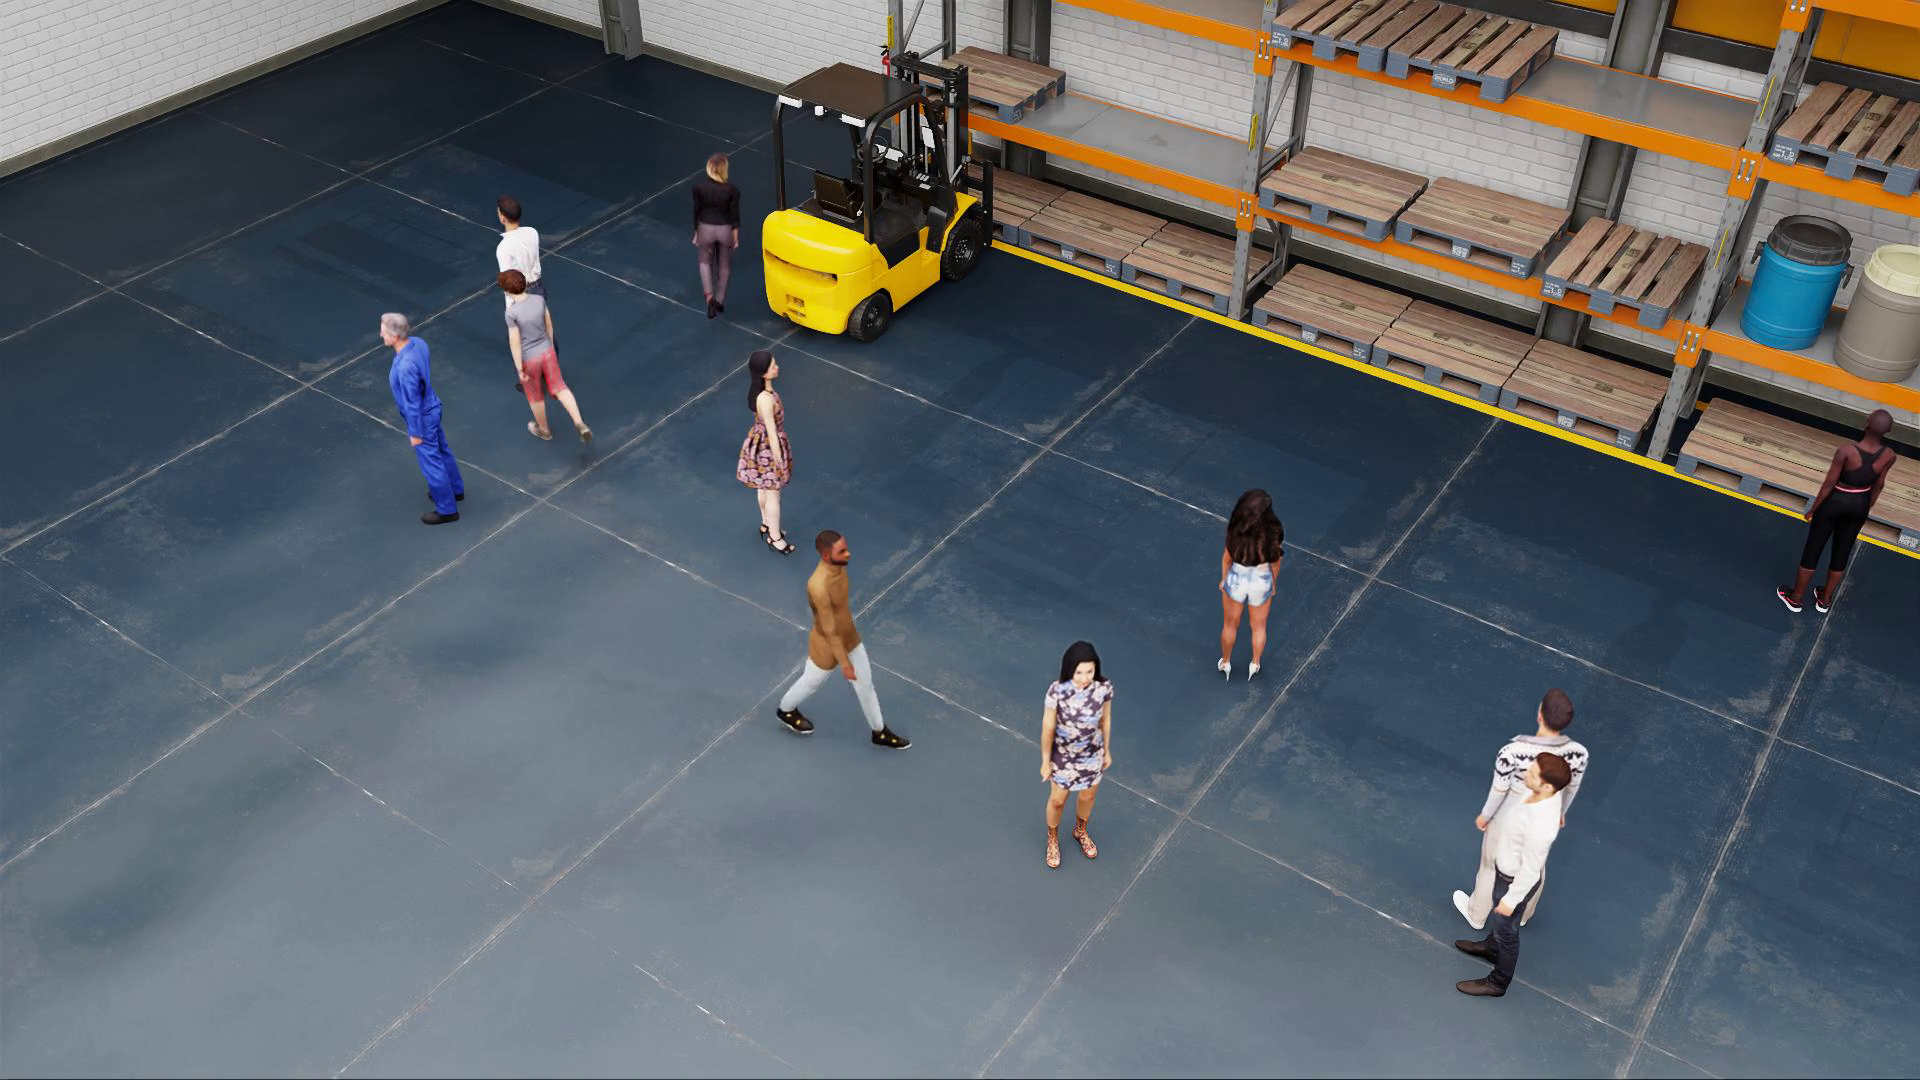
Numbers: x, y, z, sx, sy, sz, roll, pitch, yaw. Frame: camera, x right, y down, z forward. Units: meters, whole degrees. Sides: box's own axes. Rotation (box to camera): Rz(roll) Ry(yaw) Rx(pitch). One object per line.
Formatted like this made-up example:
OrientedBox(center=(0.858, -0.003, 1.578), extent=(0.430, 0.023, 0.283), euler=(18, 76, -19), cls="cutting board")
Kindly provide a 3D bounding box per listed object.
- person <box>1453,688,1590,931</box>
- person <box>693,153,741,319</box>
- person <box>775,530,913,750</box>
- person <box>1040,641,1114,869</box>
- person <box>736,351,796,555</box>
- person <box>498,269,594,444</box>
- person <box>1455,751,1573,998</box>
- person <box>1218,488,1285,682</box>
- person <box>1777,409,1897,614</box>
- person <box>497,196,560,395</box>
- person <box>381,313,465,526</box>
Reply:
OrientedBox(center=(3.317, 1.610, 9.756), extent=(0.736, 1.861, 0.823), euler=(-3, 39, -3), cls="person")
OrientedBox(center=(-2.249, -2.741, 15.373), extent=(0.859, 1.652, 0.908), euler=(-3, 39, -4), cls="person")
OrientedBox(center=(-0.930, 0.683, 10.991), extent=(1.279, 1.770, 0.818), euler=(13, 41, 16), cls="person")
OrientedBox(center=(0.720, 1.311, 10.234), extent=(0.675, 1.733, 0.711), euler=(-10, 40, -12), cls="person")
OrientedBox(center=(-1.452, -0.674, 12.687), extent=(0.865, 1.774, 0.796), euler=(-11, 40, -13), cls="person")
OrientedBox(center=(-3.471, -1.483, 13.810), extent=(0.718, 1.636, 1.012), euler=(-27, 46, -29), cls="person")
OrientedBox(center=(3.156, 1.881, 9.409), extent=(0.668, 1.871, 0.720), euler=(9, 39, 11), cls="person")
OrientedBox(center=(1.999, 0.327, 11.552), extent=(0.623, 1.626, 0.711), euler=(5, 39, 6), cls="person")
OrientedBox(center=(6.428, -0.211, 12.120), extent=(0.625, 1.758, 0.734), euler=(3, 39, 4), cls="person")
OrientedBox(center=(-3.759, -2.118, 14.420), extent=(0.602, 1.868, 0.630), euler=(20, 43, 23), cls="person")
OrientedBox(center=(-4.194, -0.969, 13.015), extent=(0.820, 1.824, 0.780), euler=(-4, 39, -5), cls="person")
